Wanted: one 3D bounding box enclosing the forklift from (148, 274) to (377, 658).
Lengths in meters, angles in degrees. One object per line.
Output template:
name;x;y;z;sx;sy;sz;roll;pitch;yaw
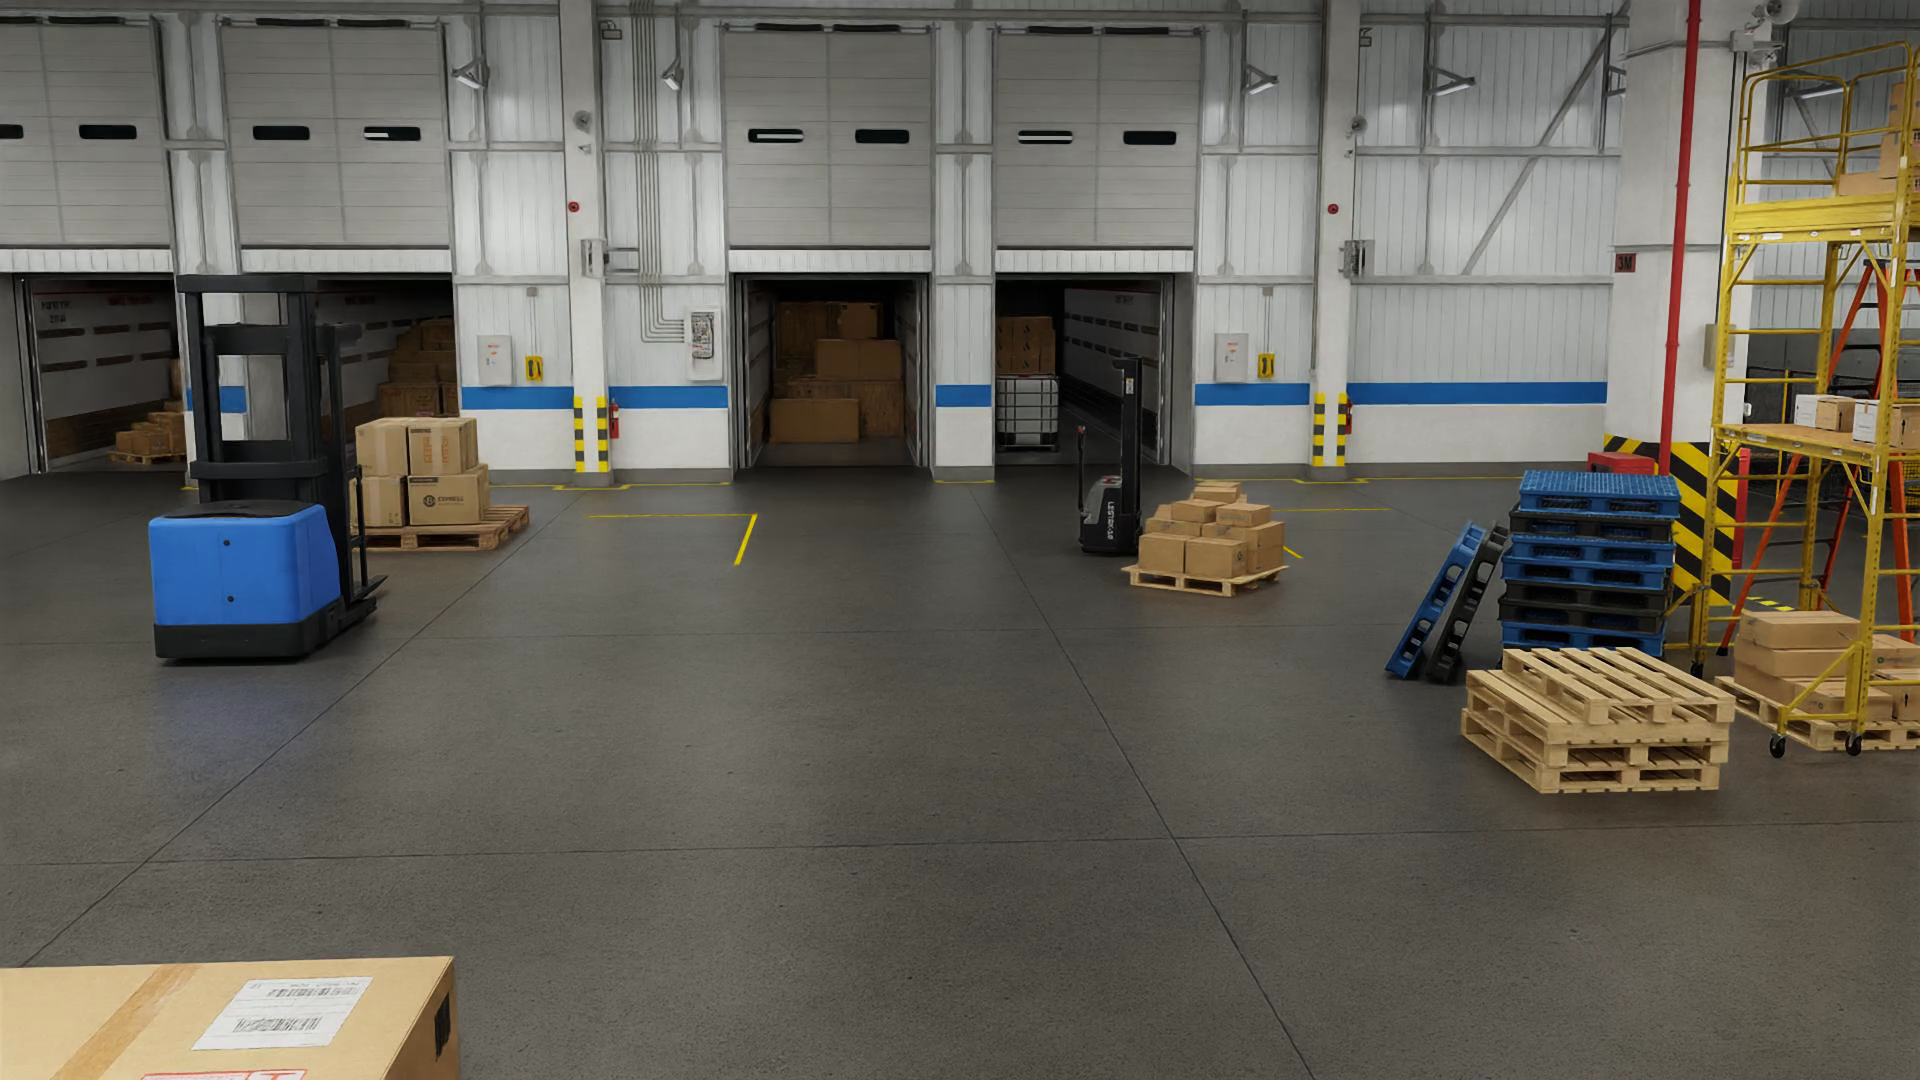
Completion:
forklift;-5.348;-0.627;12.681;1.129;2.768;1.873;-1;9;-4

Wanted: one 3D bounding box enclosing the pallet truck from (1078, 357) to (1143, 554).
pallet truck;2.088;-0.836;16.757;1.885;1.965;0.823;2;9;13
